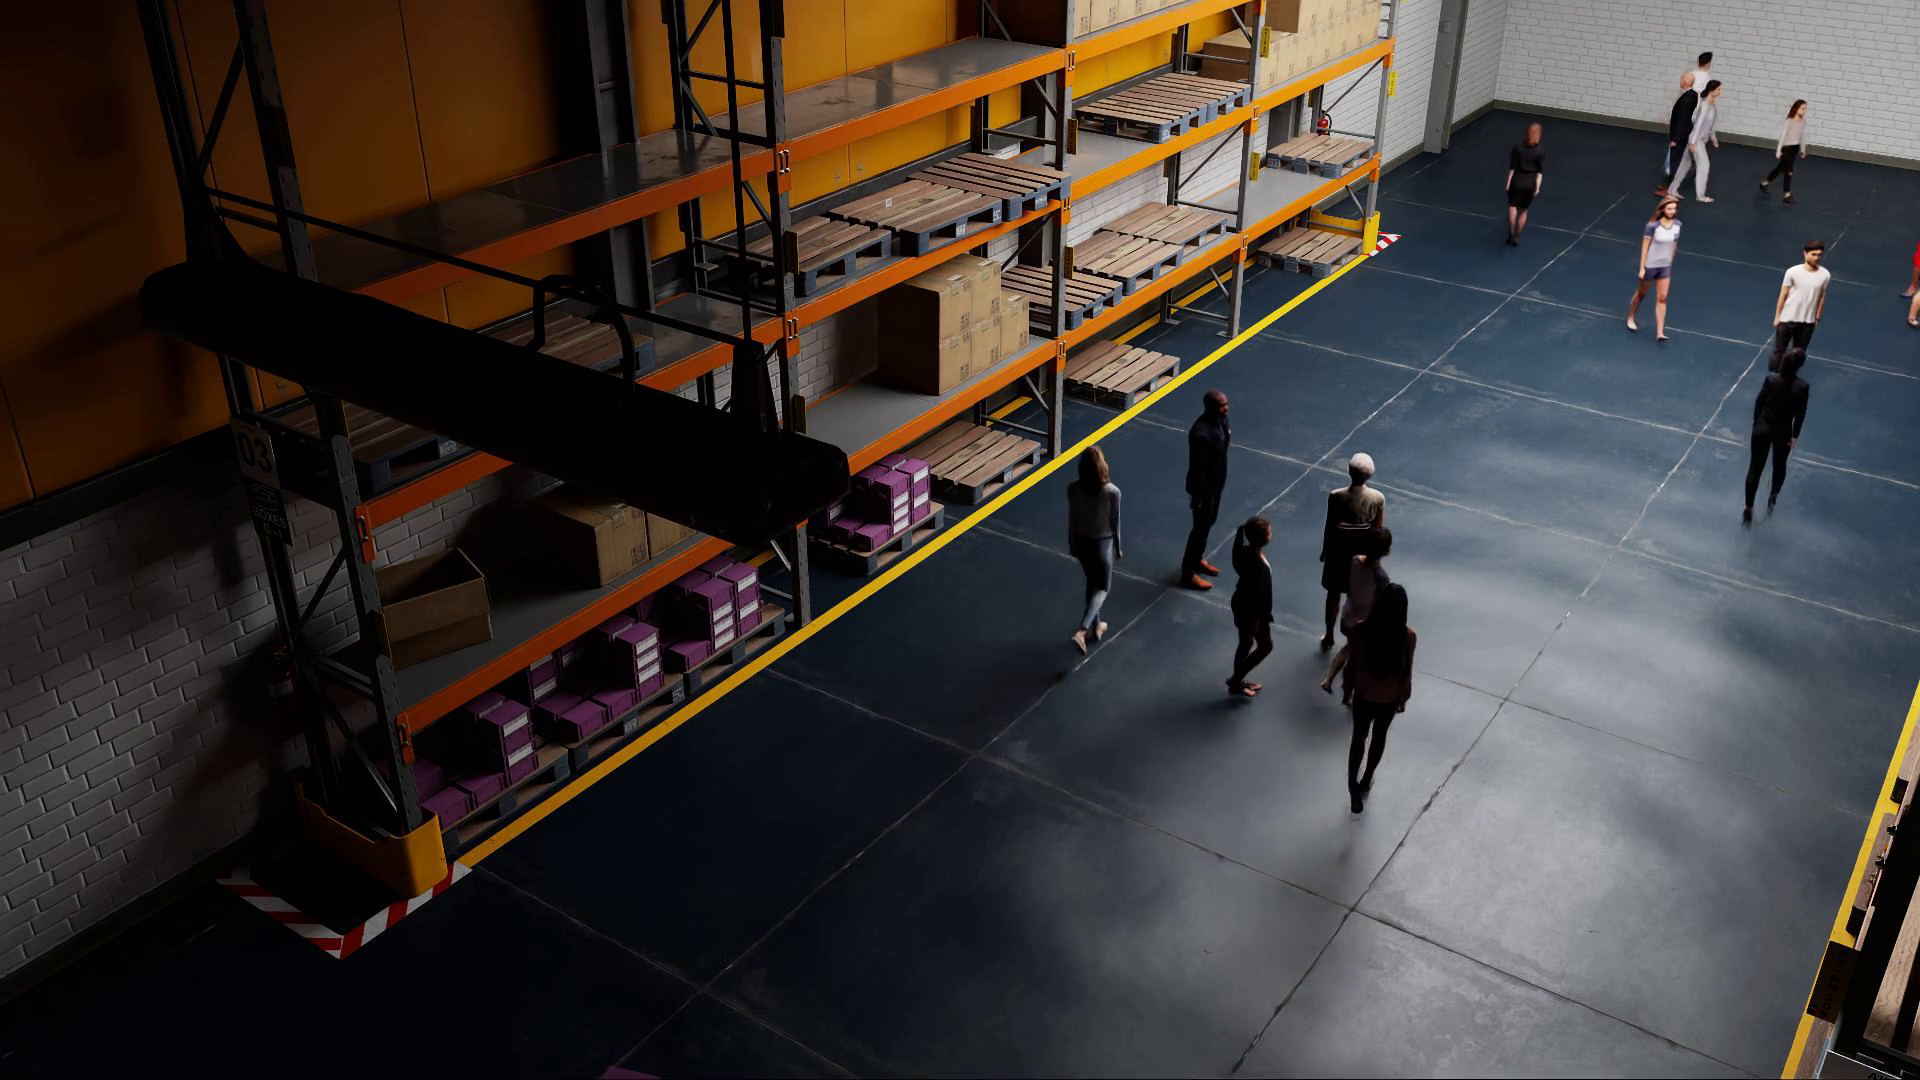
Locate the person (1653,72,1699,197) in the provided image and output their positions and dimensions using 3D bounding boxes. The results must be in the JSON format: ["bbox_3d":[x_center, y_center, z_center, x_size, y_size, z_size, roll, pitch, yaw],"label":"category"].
[{"bbox_3d":[10.589,-5.967,24.460,0.733,1.798,0.515,17,33,28],"label":"person"}]

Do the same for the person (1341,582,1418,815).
[{"bbox_3d":[2.860,1.132,11.446,0.792,1.797,1.014,9,30,17],"label":"person"}]

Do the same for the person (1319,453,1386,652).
[{"bbox_3d":[3.135,0.110,13.362,0.706,1.756,0.697,3,29,6],"label":"person"}]

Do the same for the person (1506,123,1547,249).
[{"bbox_3d":[7.521,-4.702,22.250,0.652,1.692,0.733,12,31,21],"label":"person"}]

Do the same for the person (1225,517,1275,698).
[{"bbox_3d":[2.168,0.529,12.810,0.724,1.549,0.666,-5,29,-9],"label":"person"}]

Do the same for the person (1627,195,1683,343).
[{"bbox_3d":[8.123,-3.217,19.540,0.969,1.681,1.116,-1,29,-2],"label":"person"}]

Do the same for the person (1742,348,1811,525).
[{"bbox_3d":[7.478,-0.931,15.345,0.610,1.684,0.865,16,32,27],"label":"person"}]

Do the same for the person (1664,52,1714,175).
[{"bbox_3d":[11.092,-6.460,25.342,1.203,1.818,0.919,-20,34,-32],"label":"person"}]

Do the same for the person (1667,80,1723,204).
[{"bbox_3d":[10.666,-5.825,24.248,0.693,1.749,0.839,15,32,26],"label":"person"}]

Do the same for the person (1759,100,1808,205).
[{"bbox_3d":[12.082,-5.705,24.341,0.991,1.451,0.949,-11,30,-19],"label":"person"}]

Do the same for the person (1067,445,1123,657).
[{"bbox_3d":[1.043,0.124,13.321,0.710,1.770,1.018,15,32,26],"label":"person"}]

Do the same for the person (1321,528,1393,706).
[{"bbox_3d":[3.020,0.611,12.661,0.805,1.548,0.720,-15,32,-26],"label":"person"}]

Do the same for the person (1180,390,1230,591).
[{"bbox_3d":[2.113,-0.474,14.374,0.792,1.812,0.595,15,32,25],"label":"person"}]

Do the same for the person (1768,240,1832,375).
[{"bbox_3d":[9.104,-2.446,18.078,0.734,1.726,0.756,5,29,9],"label":"person"}]
